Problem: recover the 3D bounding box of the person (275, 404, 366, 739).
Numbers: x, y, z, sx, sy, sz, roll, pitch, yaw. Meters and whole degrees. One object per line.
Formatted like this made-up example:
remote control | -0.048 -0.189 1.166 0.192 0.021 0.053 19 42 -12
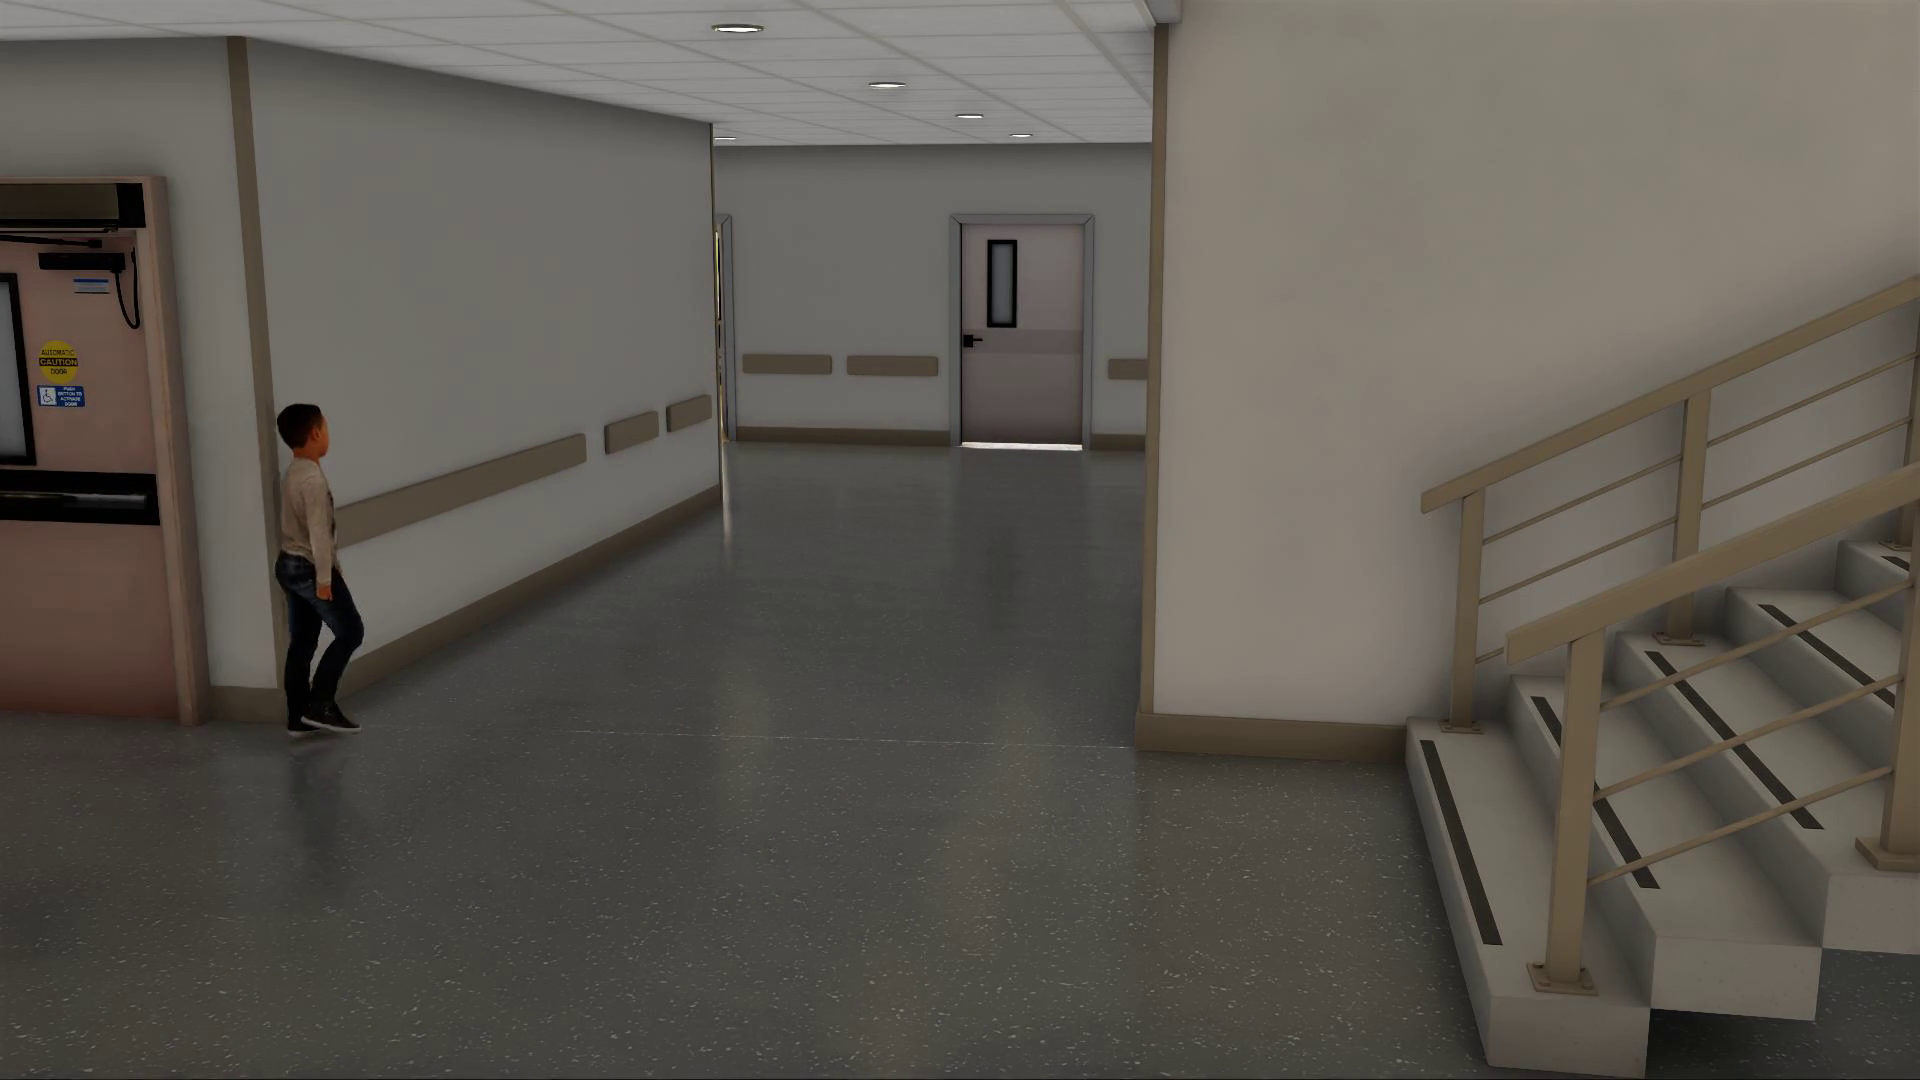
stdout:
person | -2.870 0.154 7.157 0.715 1.447 0.649 -8 13 -36
